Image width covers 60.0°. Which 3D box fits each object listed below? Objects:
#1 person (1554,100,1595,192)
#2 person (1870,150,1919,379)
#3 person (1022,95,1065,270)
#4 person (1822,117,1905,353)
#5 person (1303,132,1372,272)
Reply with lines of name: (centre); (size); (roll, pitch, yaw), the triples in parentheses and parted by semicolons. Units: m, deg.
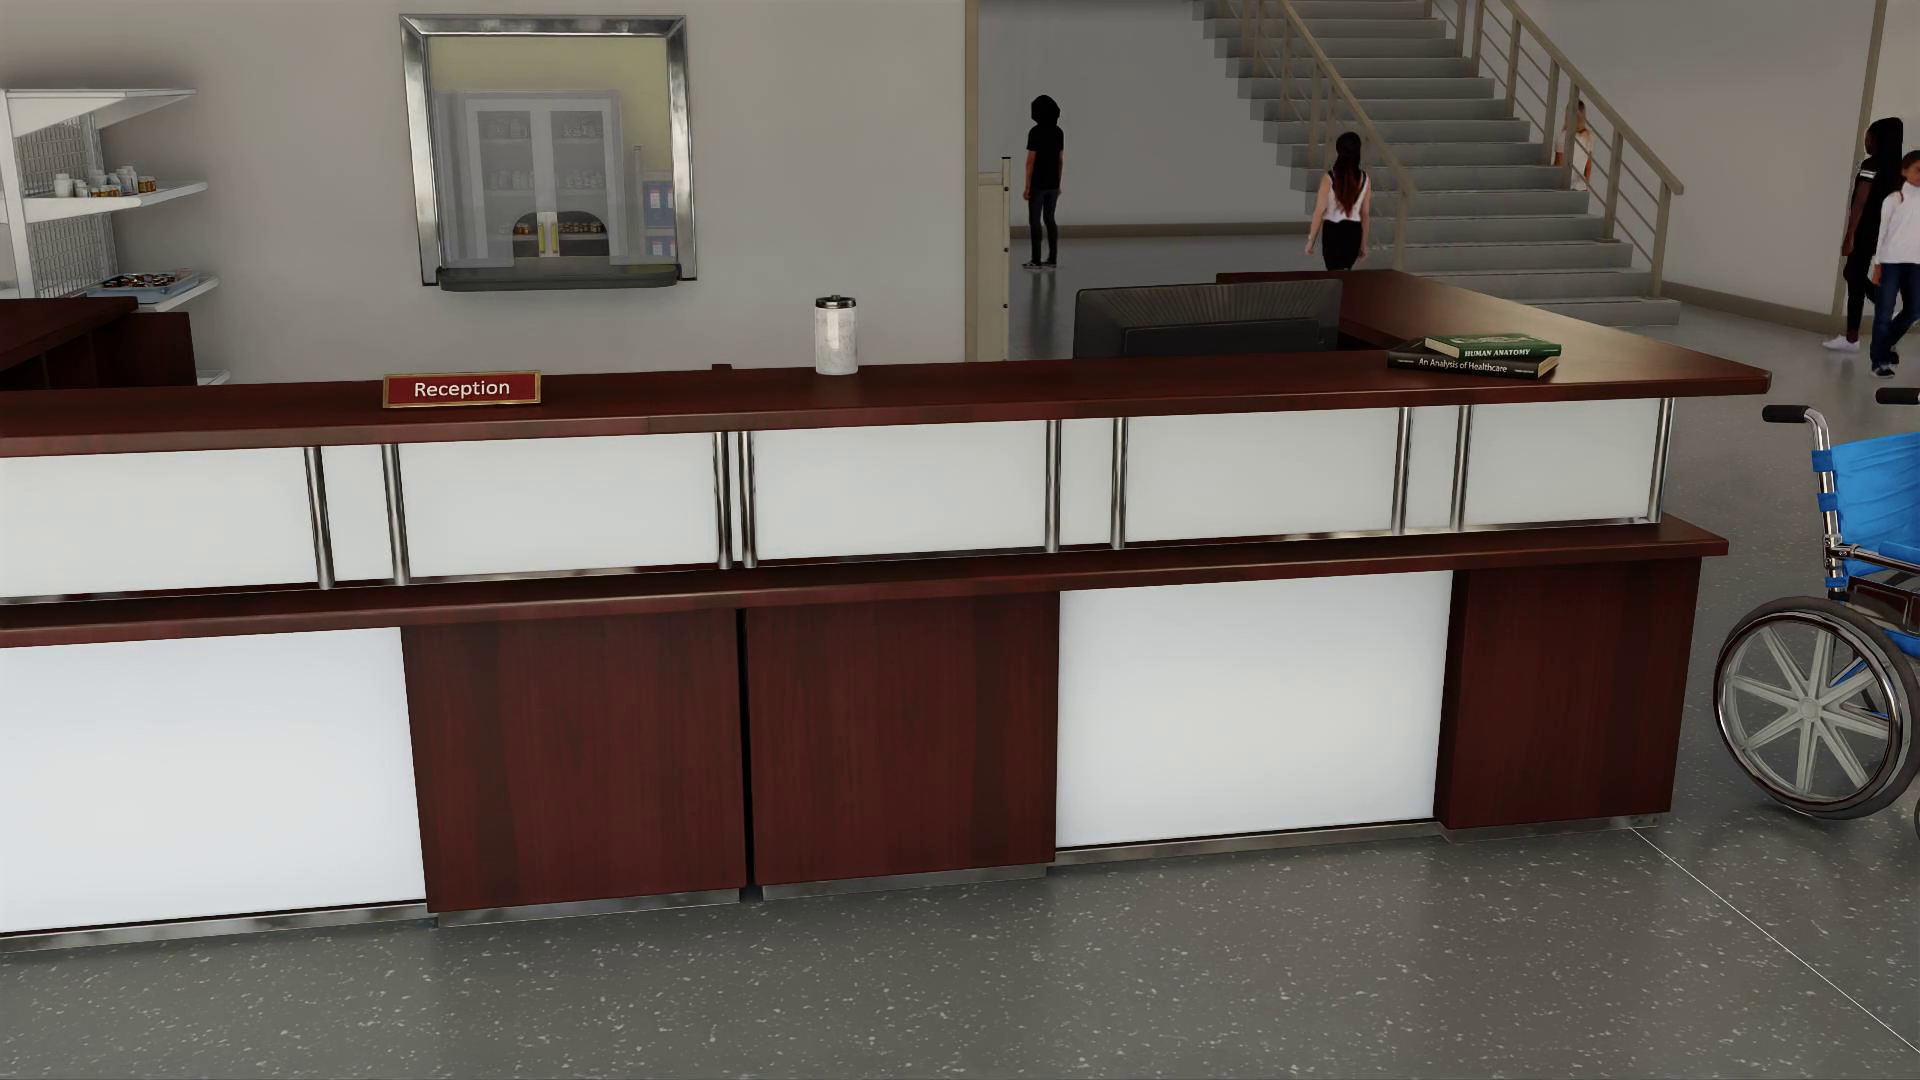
person: (5.904, -3.326, 16.079); (0.622, 1.807, 0.532); (-4, 16, -15)
person: (6.480, -1.907, 11.529); (0.633, 1.546, 0.797); (2, 16, 5)
person: (0.907, -3.846, 17.866); (0.710, 1.826, 0.694); (-12, 20, -36)
person: (6.939, -2.293, 12.551); (0.934, 1.734, 0.879); (14, 21, 40)
person: (2.801, -2.093, 12.089); (0.702, 1.599, 1.123); (-6, 17, -20)
